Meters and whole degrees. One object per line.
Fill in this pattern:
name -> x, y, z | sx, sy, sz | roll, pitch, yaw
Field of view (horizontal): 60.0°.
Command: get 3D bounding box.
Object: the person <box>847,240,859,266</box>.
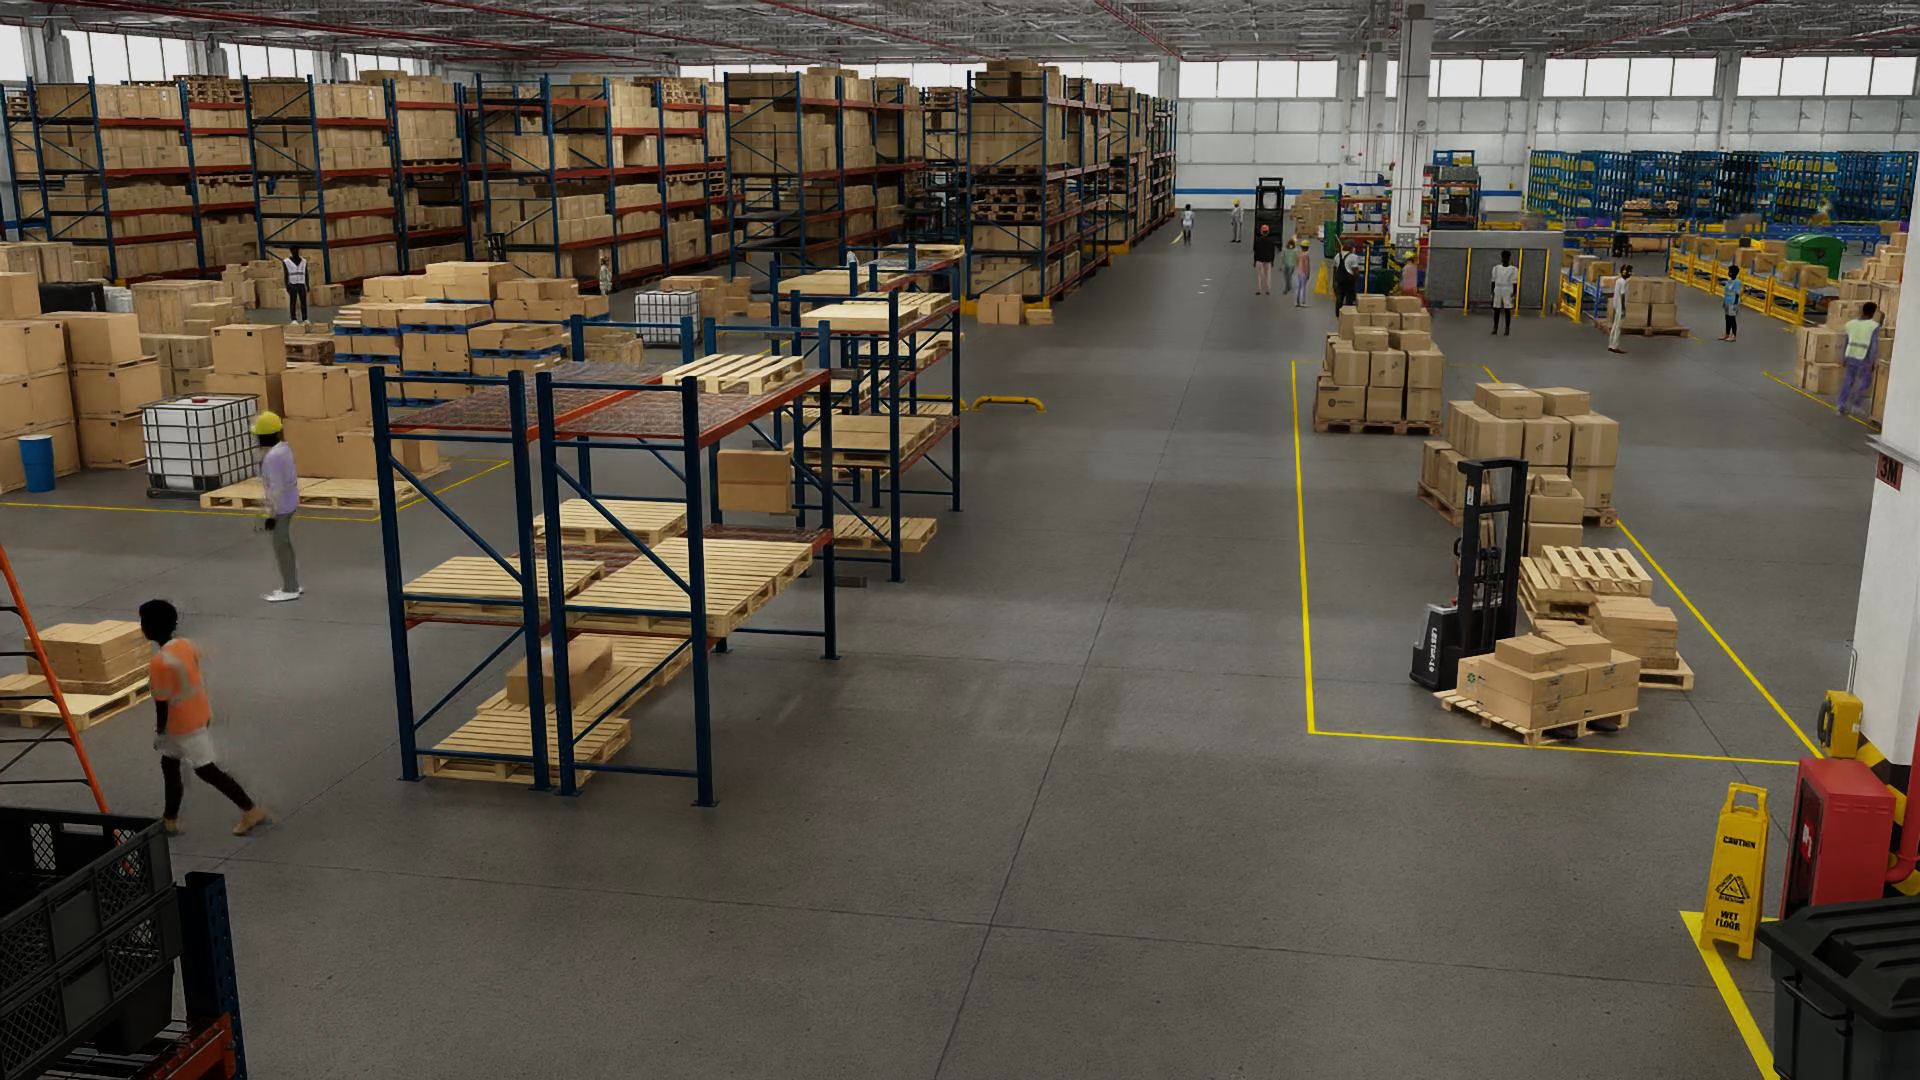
person -> -2.727, -6.704, 42.472 | 0.345, 1.882, 0.584 | -2, 14, -7

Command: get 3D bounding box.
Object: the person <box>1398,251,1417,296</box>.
person -> 10.885, -6.144, 40.480 | 0.529, 1.755, 0.362 | -13, 19, -43

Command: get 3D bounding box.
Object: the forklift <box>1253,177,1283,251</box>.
forklift -> 12.083, -12.747, 64.956 | 1.129, 2.768, 1.873 | 3, 14, 10

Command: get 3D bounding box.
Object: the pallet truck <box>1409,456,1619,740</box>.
pallet truck -> 4.504, 0.400, 13.395 | 0.823, 1.965, 1.885 | -6, 15, -23

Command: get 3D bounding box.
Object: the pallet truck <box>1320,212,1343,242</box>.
pallet truck -> 15.874, -13.227, 70.310 | 0.680, 1.201, 1.601 | 10, 17, 35

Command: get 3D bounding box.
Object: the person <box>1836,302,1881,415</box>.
person -> 14.846, -2.982, 27.394 | 0.687, 1.866, 0.658 | -7, 15, -26

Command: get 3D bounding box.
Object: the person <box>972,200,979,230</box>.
person -> 0.739, -11.915, 63.374 | 0.610, 1.997, 0.918 | 12, 18, 40

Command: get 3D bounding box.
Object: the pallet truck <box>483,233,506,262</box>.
pallet truck -> -11.832, -7.026, 43.548 | 1.885, 1.965, 0.823 | 8, 16, 28

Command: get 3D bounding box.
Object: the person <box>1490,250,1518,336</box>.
person -> 12.414, -5.632, 37.981 | 0.598, 1.958, 0.373 | 11, 17, 37

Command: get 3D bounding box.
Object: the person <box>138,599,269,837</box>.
person -> -5.026, 1.180, 10.929 | 0.817, 1.656, 0.524 | -3, 14, -14

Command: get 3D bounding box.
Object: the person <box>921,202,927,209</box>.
person -> -1.966, -16.567, 82.371 | 0.638, 1.965, 0.976 | 0, 14, 2

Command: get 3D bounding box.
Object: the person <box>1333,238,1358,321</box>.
person -> 9.543, -6.399, 40.913 | 0.535, 2.000, 0.684 | -10, 17, -36

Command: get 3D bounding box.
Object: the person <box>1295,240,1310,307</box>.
person -> 9.142, -7.088, 44.268 | 0.307, 1.772, 0.525 | -6, 15, -21

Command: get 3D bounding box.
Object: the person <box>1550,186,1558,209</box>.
person -> 31.453, -17.924, 88.102 | 0.389, 1.847, 0.567 | -2, 14, -10

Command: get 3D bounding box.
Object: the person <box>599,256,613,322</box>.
person -> -8.610, -6.078, 40.439 | 0.307, 1.638, 0.512 | -3, 14, -13

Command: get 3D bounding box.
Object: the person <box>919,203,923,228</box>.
person -> -1.892, -14.354, 73.742 | 0.605, 1.791, 0.950 | 3, 14, 12

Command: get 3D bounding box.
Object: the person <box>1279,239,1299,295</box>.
person -> 9.430, -7.829, 47.596 | 0.553, 1.604, 0.595 | 7, 15, 26

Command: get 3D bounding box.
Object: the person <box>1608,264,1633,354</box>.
person -> 13.944, -4.873, 35.082 | 0.326, 1.863, 0.523 | 2, 14, 7

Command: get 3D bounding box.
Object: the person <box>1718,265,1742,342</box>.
person -> 17.185, -5.267, 37.044 | 0.320, 1.692, 0.537 | 0, 14, -1

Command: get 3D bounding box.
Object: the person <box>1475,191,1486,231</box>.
person -> 23.514, -14.840, 75.438 | 0.621, 1.922, 0.829 | -3, 14, -12

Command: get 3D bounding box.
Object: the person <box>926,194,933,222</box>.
person -> -1.589, -17.198, 85.318 | 0.306, 1.772, 0.525 | -9, 16, -32

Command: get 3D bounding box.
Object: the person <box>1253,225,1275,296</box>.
person -> 8.643, -7.958, 47.337 | 0.623, 1.992, 0.396 | -3, 14, -11

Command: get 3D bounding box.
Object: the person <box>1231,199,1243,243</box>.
person -> 11.600, -13.372, 69.685 | 0.404, 1.823, 0.591 | -11, 17, -37

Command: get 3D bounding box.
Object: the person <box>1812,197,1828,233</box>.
person -> 37.086, -13.886, 71.803 | 0.873, 1.792, 0.621 | 5, 15, 20

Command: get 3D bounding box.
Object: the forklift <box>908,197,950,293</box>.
forklift -> -0.945, -8.107, 46.119 | 1.129, 2.768, 1.873 | 3, 14, 10

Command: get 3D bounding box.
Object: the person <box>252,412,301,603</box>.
person -> -6.763, -0.328, 16.548 | 0.364, 1.909, 0.637 | -4, 14, -15

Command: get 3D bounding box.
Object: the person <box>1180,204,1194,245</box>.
person -> 9.307, -12.949, 68.296 | 0.538, 1.656, 0.848 | 0, 14, -1

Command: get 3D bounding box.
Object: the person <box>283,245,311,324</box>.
person -> -16.066, -6.181, 40.302 | 0.592, 1.911, 0.385 | -13, 19, -42
